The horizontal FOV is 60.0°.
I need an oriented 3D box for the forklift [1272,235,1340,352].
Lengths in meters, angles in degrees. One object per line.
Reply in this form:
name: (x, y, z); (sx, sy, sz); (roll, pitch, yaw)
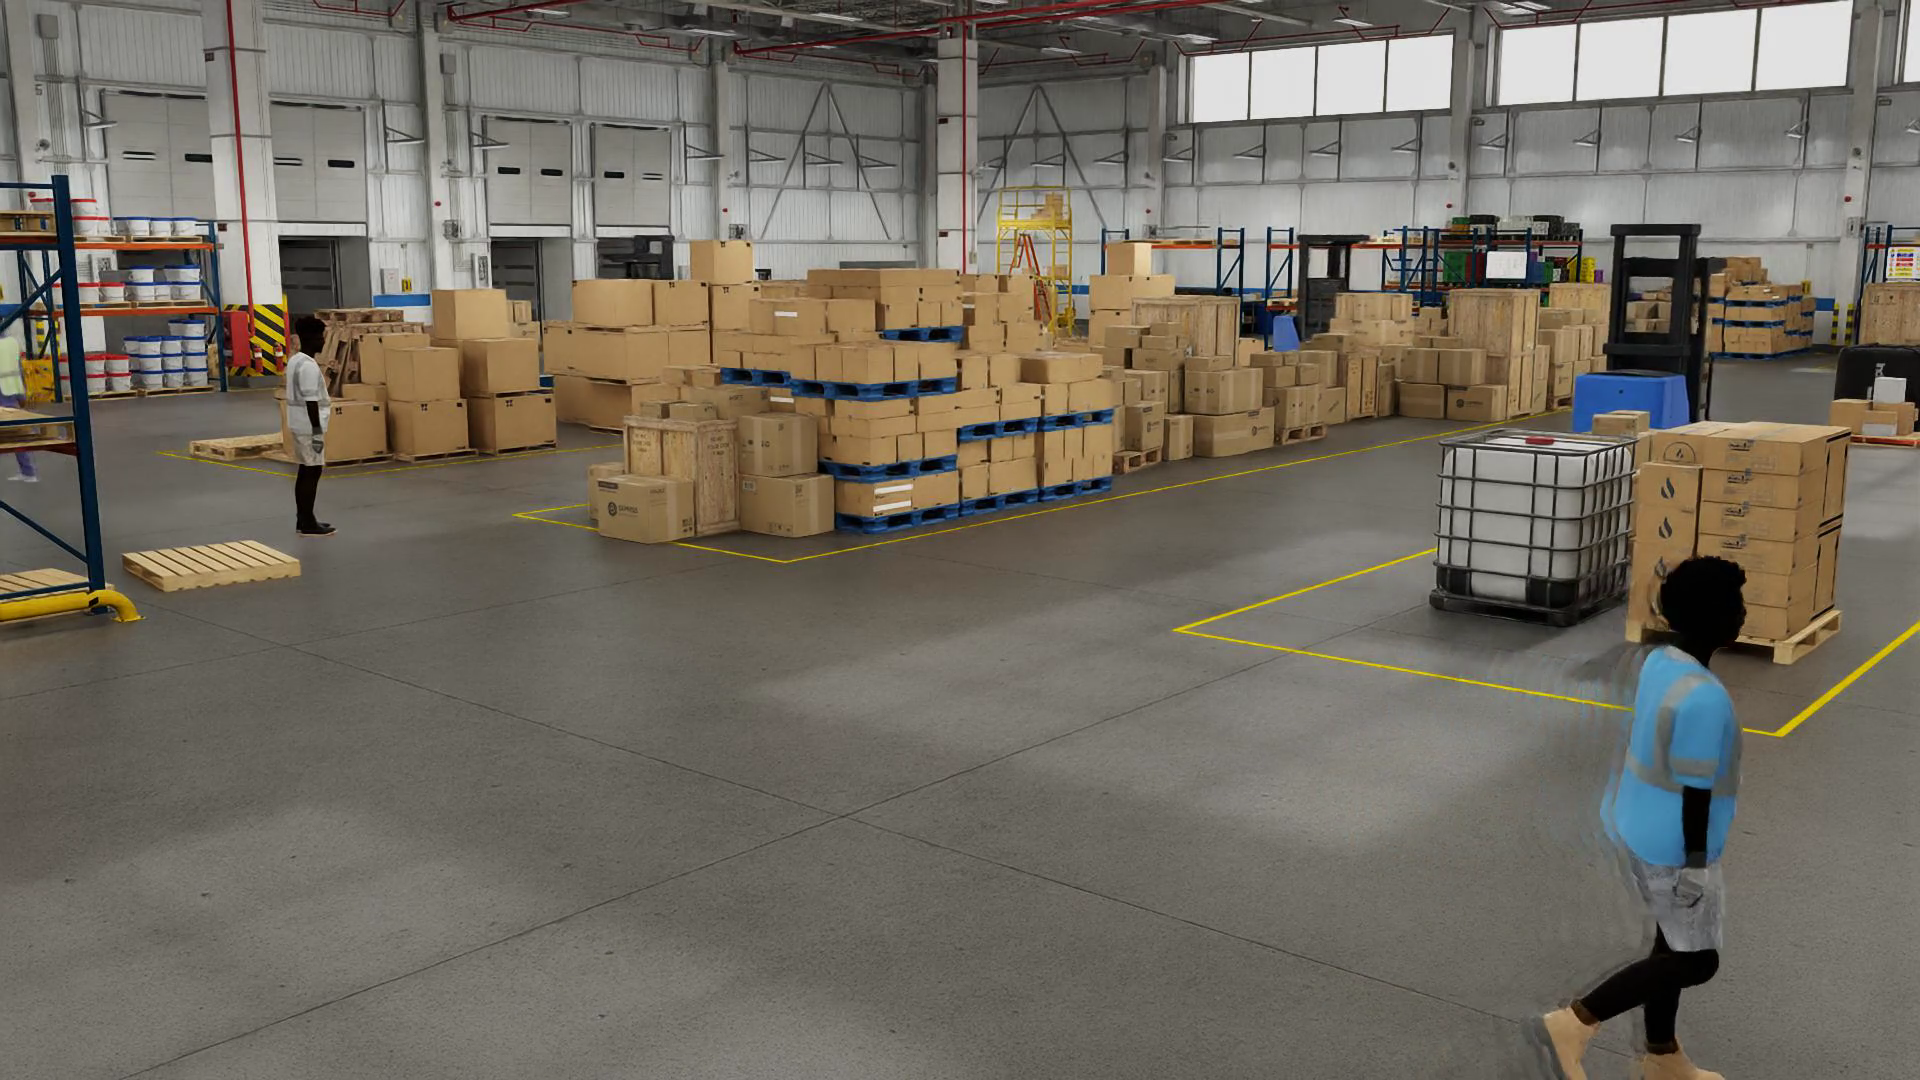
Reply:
forklift: (7.583, -5.083, 35.333); (1.129, 2.768, 1.873); (-4, 11, -23)

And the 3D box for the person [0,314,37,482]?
person: (-10.558, -1.558, 18.098); (0.938, 1.876, 0.619); (0, 10, 1)

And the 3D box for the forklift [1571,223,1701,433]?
forklift: (8.102, -2.323, 19.617); (1.129, 2.768, 1.873); (8, 13, 40)

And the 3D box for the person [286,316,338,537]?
person: (-5.758, -1.002, 14.743); (0.376, 1.958, 0.609); (-6, 12, -33)

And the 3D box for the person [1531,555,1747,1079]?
person: (2.024, 0.867, 4.873); (0.536, 1.685, 0.540); (1, 10, 7)

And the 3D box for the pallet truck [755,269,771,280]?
pallet truck: (-4.996, -6.432, 45.525); (1.885, 1.965, 0.823); (-6, 12, -32)

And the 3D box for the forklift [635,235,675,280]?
forklift: (-6.605, -5.251, 36.289); (1.129, 2.768, 1.873); (8, 12, 37)
